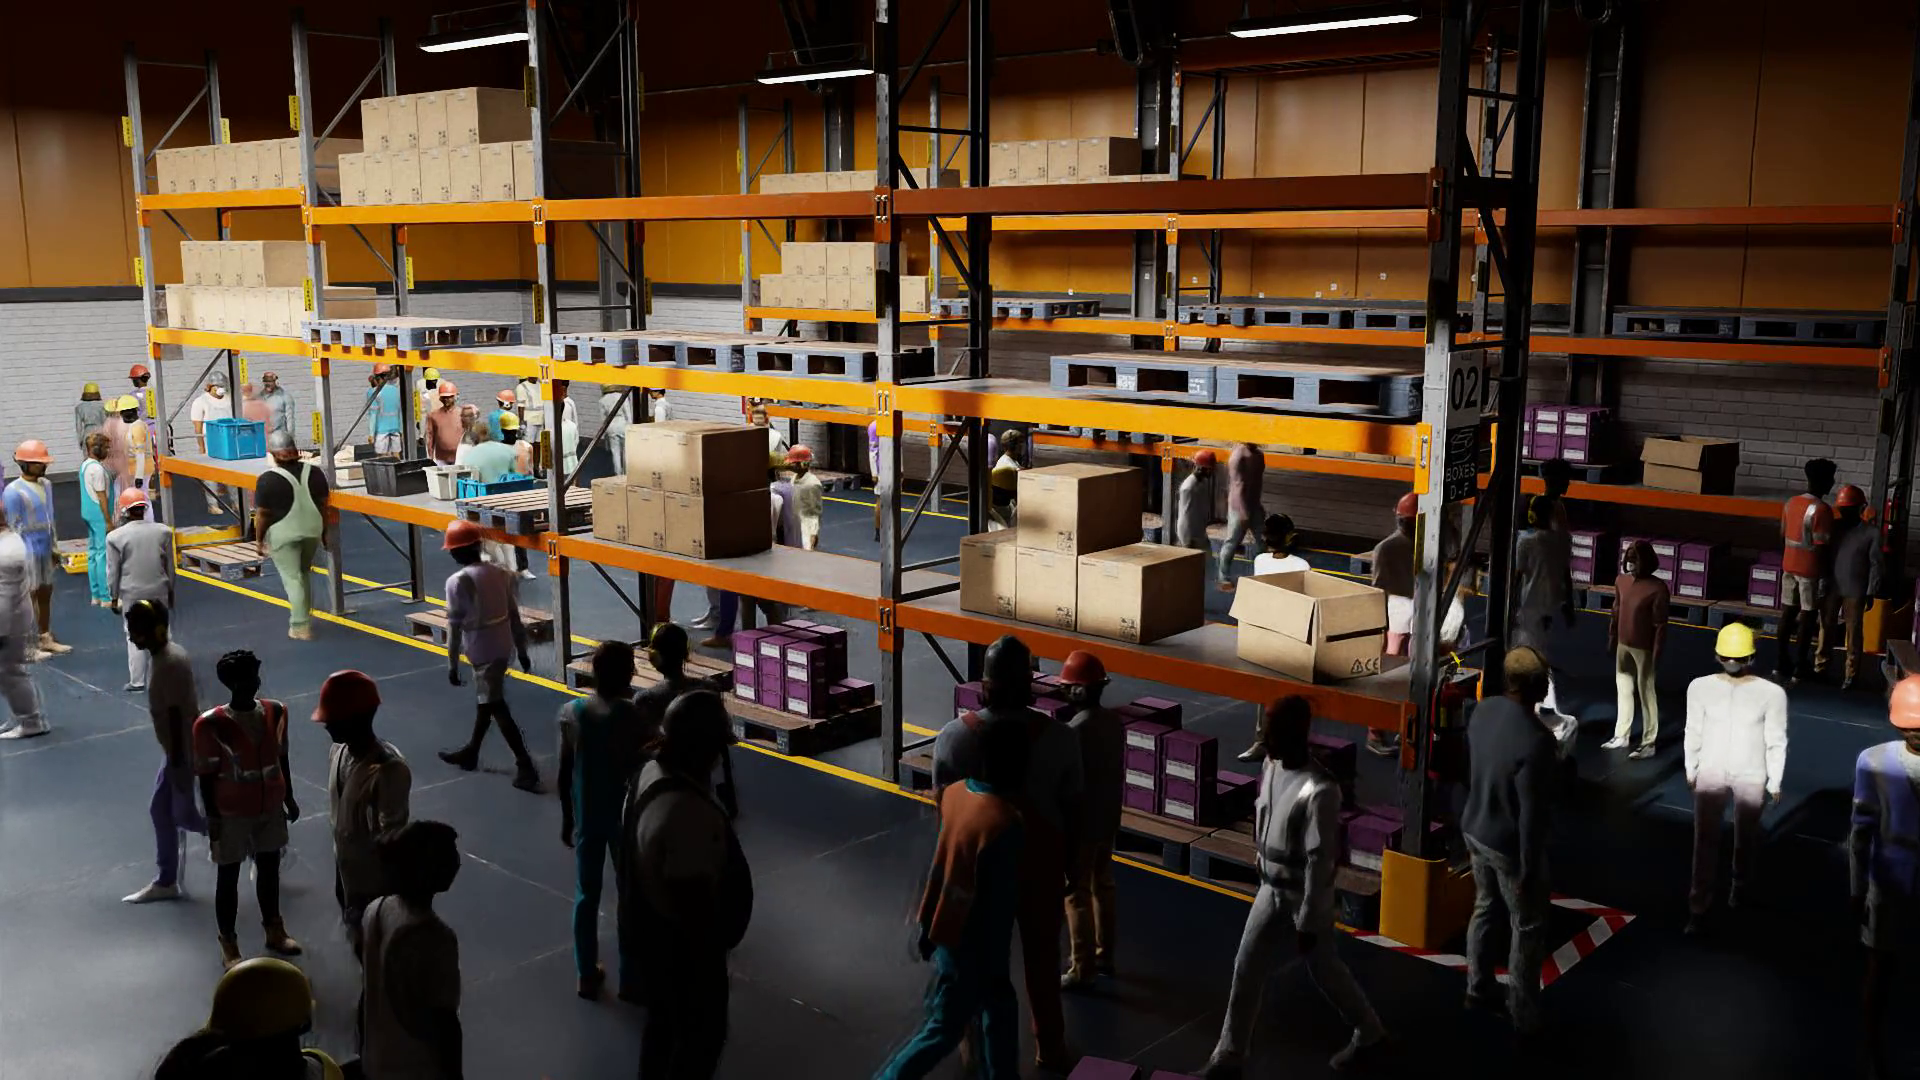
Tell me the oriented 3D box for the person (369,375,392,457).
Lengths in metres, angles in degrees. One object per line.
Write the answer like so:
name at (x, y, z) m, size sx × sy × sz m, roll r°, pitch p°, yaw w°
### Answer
person at (-9.715, -1.949, 27.845) m, size 0.311 × 1.638 × 0.523 m, roll 3°, pitch 10°, yaw 15°

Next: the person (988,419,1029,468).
person at (0.569, -0.950, 21.232) m, size 0.617 × 1.986 × 0.416 m, roll 3°, pitch 11°, yaw 17°

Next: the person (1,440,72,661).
person at (-8.407, 0.101, 15.178) m, size 0.441 × 2.032 × 0.603 m, roll 1°, pitch 10°, yaw 3°

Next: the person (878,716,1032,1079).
person at (-0.042, 1.648, 6.915) m, size 0.963 × 1.863 × 0.596 m, roll -3°, pitch 10°, yaw -17°

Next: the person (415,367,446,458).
person at (-8.718, -2.022, 27.472) m, size 0.377 × 1.917 × 0.600 m, roll 6°, pitch 12°, yaw 32°

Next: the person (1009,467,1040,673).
person at (0.544, 0.297, 14.475) m, size 0.359 × 1.880 × 0.575 m, roll 3°, pitch 10°, yaw 15°

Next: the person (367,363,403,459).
person at (-8.668, -1.662, 25.083) m, size 0.374 × 2.043 × 0.614 m, roll 7°, pitch 12°, yaw 34°

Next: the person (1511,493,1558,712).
person at (4.539, 0.509, 13.466) m, size 0.434 × 1.828 × 0.781 m, roll -2°, pitch 10°, yaw -12°

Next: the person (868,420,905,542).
person at (-0.908, -0.913, 21.194) m, size 0.391 × 1.925 × 0.550 m, roll 9°, pitch 13°, yaw 40°

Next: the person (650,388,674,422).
person at (-4.213, -1.324, 23.480) m, size 0.404 × 1.942 × 0.613 m, roll 0°, pitch 10°, yaw -2°

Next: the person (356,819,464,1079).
person at (-1.966, 1.873, 5.806) m, size 0.531 × 1.805 × 0.899 m, roll 10°, pitch 14°, yaw 44°

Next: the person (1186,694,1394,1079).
person at (1.541, 1.567, 7.436) m, size 1.010 × 1.838 × 0.586 m, roll -4°, pitch 11°, yaw -20°

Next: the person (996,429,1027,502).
person at (0.524, -0.164, 16.906) m, size 0.372 × 1.940 × 0.630 m, roll 0°, pitch 10°, yaw 1°

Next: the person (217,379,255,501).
person at (-10.935, -1.515, 24.825) m, size 1.090 × 1.861 × 0.639 m, roll 5°, pitch 11°, yaw 27°

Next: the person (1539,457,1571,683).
person at (5.105, 0.252, 14.471) m, size 0.367 × 1.967 × 0.600 m, roll 7°, pitch 12°, yaw 35°

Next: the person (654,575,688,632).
person at (-2.904, -0.025, 16.226) m, size 0.397 × 1.908 × 0.599 m, roll -6°, pitch 12°, yaw -31°

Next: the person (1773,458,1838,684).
person at (7.367, 0.256, 14.454) m, size 0.362 × 1.963 × 0.613 m, roll -1°, pitch 10°, yaw -5°

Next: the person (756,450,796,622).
person at (-1.759, 0.090, 15.571) m, size 0.416 × 1.907 × 0.596 m, roll 3°, pitch 11°, yaw 17°

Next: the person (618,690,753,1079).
person at (-1.114, 1.575, 6.784) m, size 0.537 × 2.000 × 0.718 m, roll -5°, pitch 11°, yaw -26°

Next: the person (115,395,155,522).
person at (-10.373, -0.868, 20.969) m, size 0.394 × 1.913 × 0.591 m, roll -6°, pitch 11°, yaw -29°

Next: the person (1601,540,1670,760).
person at (5.016, 0.804, 12.324) m, size 0.277 × 1.627 × 0.502 m, roll -4°, pitch 11°, yaw -23°

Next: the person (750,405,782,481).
person at (-2.492, -0.795, 20.811) m, size 0.565 × 1.822 × 0.801 m, roll 1°, pitch 10°, yaw 8°

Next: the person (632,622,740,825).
person at (-1.519, 1.327, 8.844) m, size 0.546 × 1.808 × 0.972 m, roll -7°, pitch 12°, yaw -35°

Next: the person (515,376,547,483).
person at (-6.828, -1.895, 26.621) m, size 0.361 × 1.962 × 0.612 m, roll 5°, pitch 11°, yaw 26°

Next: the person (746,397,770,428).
person at (-2.955, -1.387, 24.388) m, size 0.350 × 1.739 × 0.574 m, roll -1°, pitch 10°, yaw -8°

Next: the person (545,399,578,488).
person at (-4.948, -0.824, 20.692) m, size 0.391 × 1.920 × 0.587 m, roll 3°, pitch 10°, yaw 15°

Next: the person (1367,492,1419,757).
person at (3.310, 0.619, 12.355) m, size 0.620 × 1.985 × 0.408 m, roll -6°, pitch 11°, yaw -29°

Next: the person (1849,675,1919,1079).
person at (4.234, 1.531, 7.368) m, size 0.558 × 1.922 × 0.411 m, roll 7°, pitch 12°, yaw 35°

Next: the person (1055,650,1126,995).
person at (0.634, 1.424, 8.485) m, size 0.352 × 1.746 × 0.575 m, roll 6°, pitch 12°, yaw 30°

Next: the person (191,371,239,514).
person at (-10.441, -1.384, 23.515) m, size 0.535 × 2.000 × 0.681 m, roll 8°, pitch 13°, yaw 39°

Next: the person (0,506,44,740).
person at (-7.284, 0.615, 12.651) m, size 0.483 × 1.881 × 0.663 m, roll -6°, pitch 11°, yaw -29°

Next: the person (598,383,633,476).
person at (-5.500, -1.767, 26.663) m, size 0.557 × 1.684 × 0.744 m, roll -2°, pitch 10°, yaw -8°

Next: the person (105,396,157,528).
person at (-10.742, -0.927, 21.429) m, size 0.624 × 1.866 × 0.900 m, roll 8°, pitch 13°, yaw 37°

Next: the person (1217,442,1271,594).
person at (3.187, -0.316, 17.888) m, size 0.972 × 1.896 × 0.641 m, roll 9°, pitch 14°, yaw 42°
